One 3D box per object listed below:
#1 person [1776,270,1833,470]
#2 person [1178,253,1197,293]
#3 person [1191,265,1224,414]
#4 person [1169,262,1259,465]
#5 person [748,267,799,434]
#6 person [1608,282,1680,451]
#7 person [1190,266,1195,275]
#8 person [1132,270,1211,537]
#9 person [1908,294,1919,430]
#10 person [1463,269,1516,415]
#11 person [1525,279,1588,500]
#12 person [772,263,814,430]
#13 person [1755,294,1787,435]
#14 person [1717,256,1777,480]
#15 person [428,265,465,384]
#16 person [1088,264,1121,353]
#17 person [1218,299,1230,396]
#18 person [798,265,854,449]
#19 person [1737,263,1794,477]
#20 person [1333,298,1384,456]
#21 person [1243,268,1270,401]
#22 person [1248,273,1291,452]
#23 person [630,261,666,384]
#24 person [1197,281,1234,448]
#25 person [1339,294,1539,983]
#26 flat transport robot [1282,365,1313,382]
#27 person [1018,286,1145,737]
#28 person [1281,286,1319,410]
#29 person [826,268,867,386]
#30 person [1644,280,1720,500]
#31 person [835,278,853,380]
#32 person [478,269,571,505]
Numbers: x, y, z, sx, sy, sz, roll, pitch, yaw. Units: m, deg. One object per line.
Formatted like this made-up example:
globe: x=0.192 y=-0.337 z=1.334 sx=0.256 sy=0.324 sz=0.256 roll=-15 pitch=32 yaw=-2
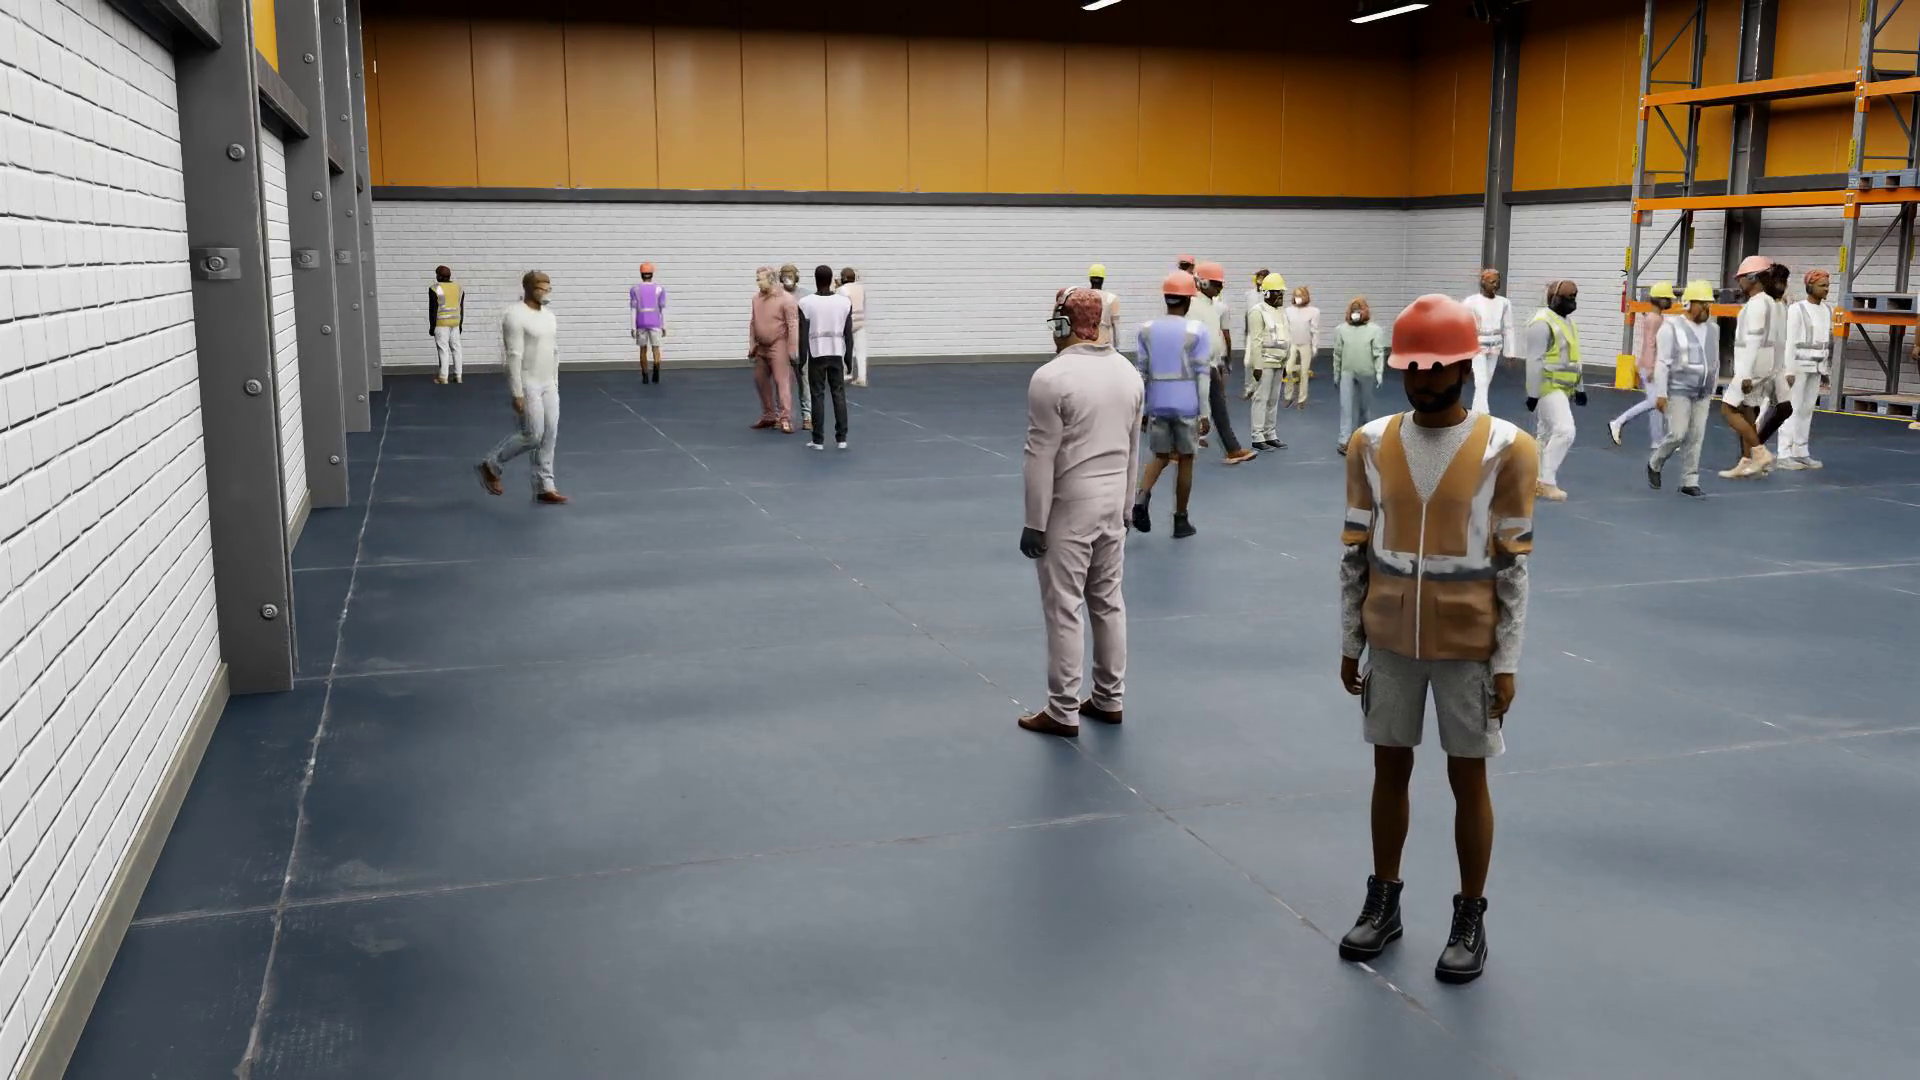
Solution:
person: x=8.014 y=-1.605 z=15.734 sx=0.575 sy=1.882 sz=0.359 roll=-5 pitch=11 yaw=-28
person: x=3.636 y=-3.571 z=26.679 sx=0.645 sy=2.031 sz=0.410 roll=7 pitch=12 yaw=37
person: x=3.082 y=-2.550 z=21.193 sx=0.549 sy=1.883 sz=1.006 roll=-5 pitch=11 yaw=-28
person: x=2.403 y=-1.662 z=15.872 sx=0.995 sy=1.939 sz=0.605 roll=7 pitch=12 yaw=36
person: x=-2.152 y=-2.170 z=19.035 sx=0.894 sy=1.884 sz=0.408 roll=9 pitch=13 yaw=43
person: x=7.122 y=-1.786 z=17.167 sx=0.639 sy=1.752 sz=0.544 roll=5 pitch=11 yaw=28
person: x=3.862 y=-3.758 z=28.201 sx=0.609 sy=1.886 sz=0.978 roll=3 pitch=10 yaw=19
person: x=1.492 y=-0.948 z=11.838 sx=0.552 sy=1.923 sz=0.568 roll=7 pitch=12 yaw=33
person: x=11.292 y=-2.277 z=19.164 sx=0.673 sy=2.000 sz=0.536 roll=0 pitch=10 yaw=2
person: x=5.913 y=-2.070 z=18.492 sx=0.612 sy=1.852 sz=0.854 roll=-2 pitch=10 yaw=-14
person: x=4.959 y=-1.231 z=13.747 sx=0.536 sy=1.824 sz=0.630 roll=7 pitch=12 yaw=35
person: x=-1.951 y=-2.220 z=19.197 sx=0.646 sy=1.927 sz=0.392 roll=0 pitch=10 yaw=2
person: x=8.977 y=-1.924 z=18.366 sx=0.789 sy=1.593 sz=0.524 roll=5 pitch=11 yaw=26
person: x=7.069 y=-1.529 z=14.906 sx=0.426 sy=2.015 sz=0.616 roll=7 pitch=12 yaw=34
person: x=-8.044 y=-3.360 z=26.004 sx=0.429 sy=1.847 sz=0.627 roll=7 pitch=12 yaw=35
person: x=1.667 y=-2.421 z=20.408 sx=0.609 sy=1.891 sz=0.855 roll=1 pitch=10 yaw=7
person: x=3.588 y=-2.884 z=23.668 sx=0.535 sy=1.698 sz=0.318 roll=5 pitch=11 yaw=26
person: x=-1.395 y=-1.898 z=17.330 sx=0.596 sy=1.914 sz=0.373 roll=-4 pitch=10 yaw=-20
person: x=7.341 y=-1.548 z=15.197 sx=0.638 sy=1.949 sz=0.429 roll=-5 pitch=11 yaw=-25
person: x=4.031 y=-1.657 z=16.874 sx=0.517 sy=1.584 sz=0.860 roll=3 pitch=10 yaw=19
person: x=4.105 y=-2.797 z=22.780 sx=0.551 sy=1.827 sz=0.515 roll=6 pitch=11 yaw=30
person: x=3.209 y=-1.829 z=17.176 sx=0.404 sy=1.832 sz=0.597 roll=8 pitch=13 yaw=38
person: x=-4.821 y=-3.351 z=25.770 sx=0.549 sy=1.920 sz=0.720 roll=-2 pitch=10 yaw=-12
person: x=2.616 y=-1.910 z=17.599 sx=0.570 sy=1.838 sz=0.774 roll=4 pitch=10 yaw=21
person: x=1.315 y=0.281 z=4.686 sx=0.540 sy=1.931 sz=0.382 roll=6 pitch=11 yaw=31
flat transport robot: x=5.183 y=-2.673 z=26.574 sx=0.652 sy=0.197 sz=1.431 roll=4 pitch=11 yaw=22
person: x=0.494 y=-0.122 z=7.107 sx=0.645 sy=1.903 sz=0.401 roll=-9 pitch=14 yaw=-44
person: x=4.408 y=-2.488 z=21.623 sx=0.502 sy=1.617 sz=0.493 roll=4 pitch=11 yaw=22
person: x=-1.778 y=-3.281 z=25.655 sx=0.937 sy=1.801 sz=0.657 roll=10 pitch=14 yaw=44
person: x=6.051 y=-1.252 z=13.859 sx=0.611 sy=1.821 sz=0.490 roll=-3 pitch=10 yaw=-16
person: x=-1.889 y=-3.396 z=26.803 sx=0.309 sy=1.641 sz=0.513 roll=-5 pitch=11 yaw=-28
person: x=-3.527 y=-1.232 z=13.482 sx=0.659 sy=1.916 sz=0.640 roll=3 pitch=10 yaw=19
